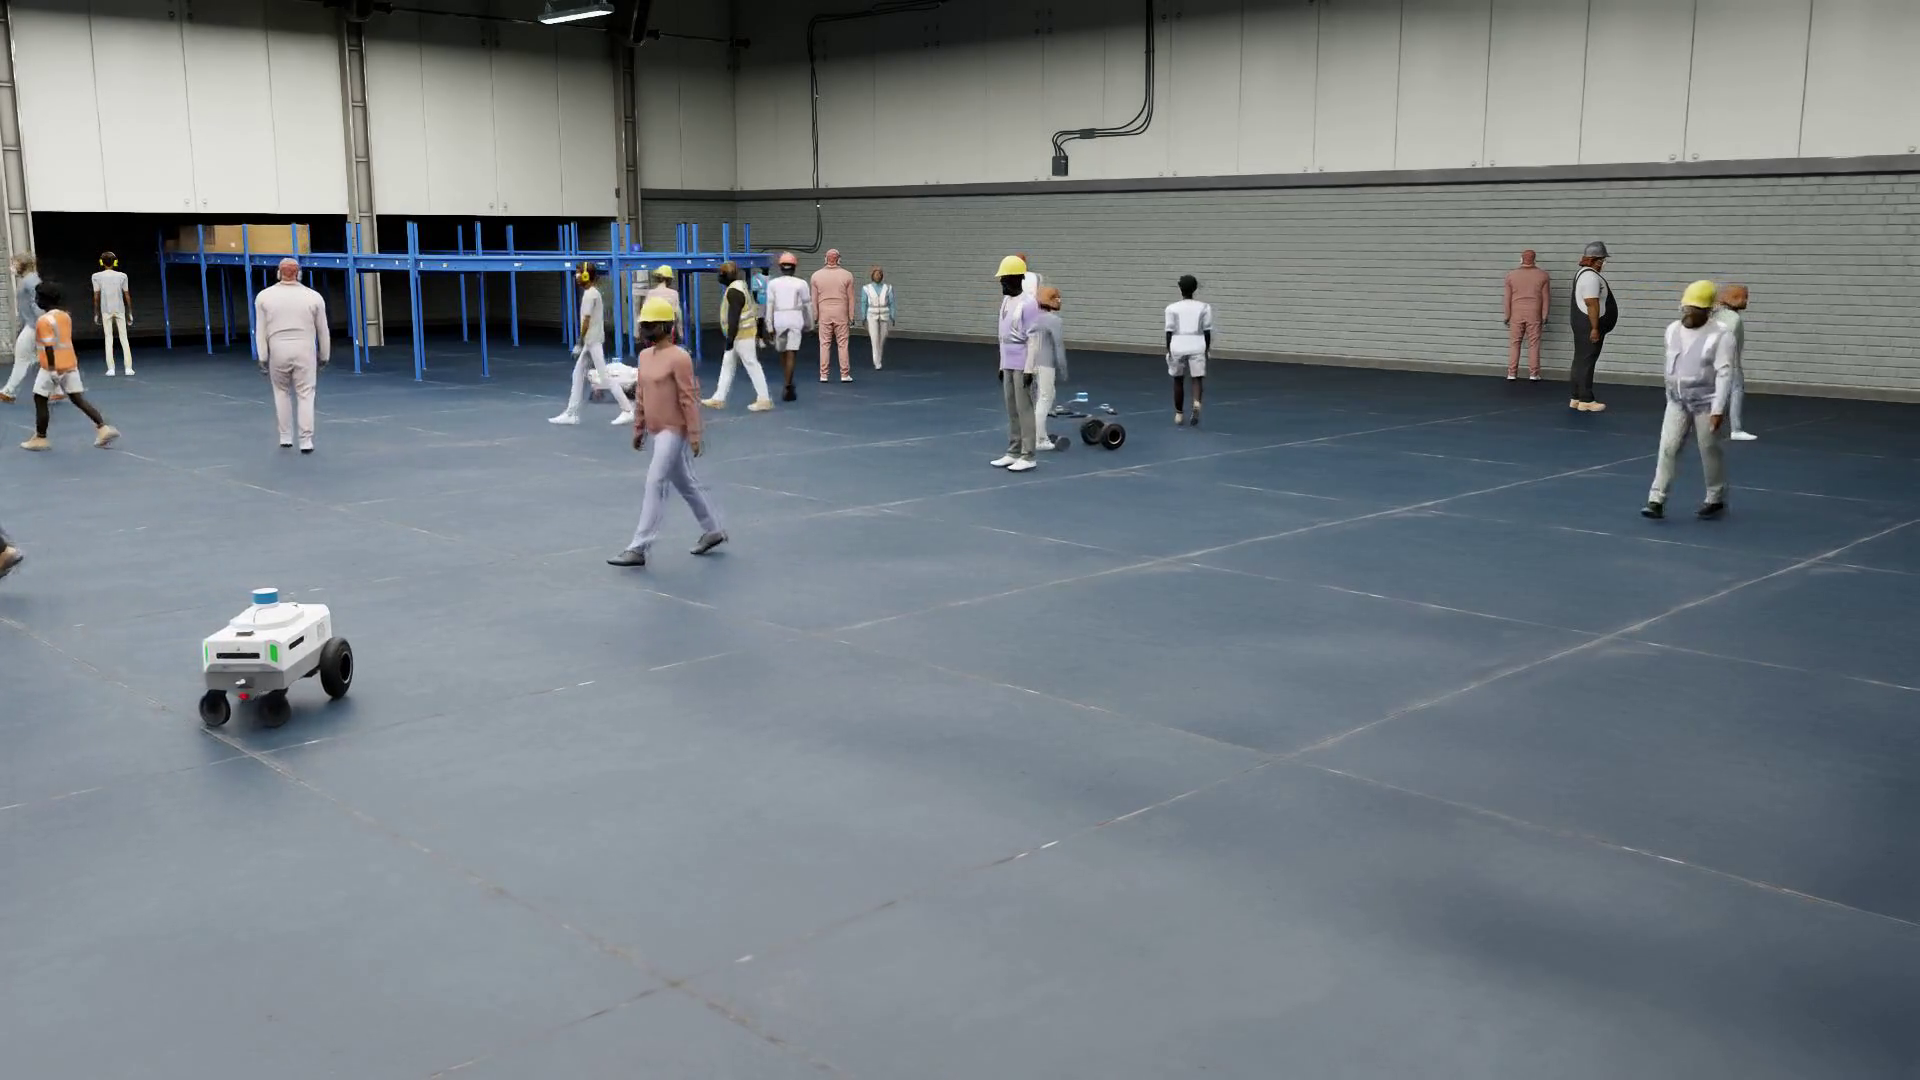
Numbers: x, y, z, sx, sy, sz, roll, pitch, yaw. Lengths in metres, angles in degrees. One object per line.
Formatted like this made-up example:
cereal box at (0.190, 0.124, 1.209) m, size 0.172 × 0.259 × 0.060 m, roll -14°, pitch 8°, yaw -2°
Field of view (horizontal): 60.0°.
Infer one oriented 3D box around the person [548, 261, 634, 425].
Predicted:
person at (-4.118, -2.204, 18.645) m, size 0.967 × 1.832 × 0.514 m, roll -3°, pitch 11°, yaw -14°

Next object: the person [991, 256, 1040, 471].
person at (0.496, -1.594, 15.029) m, size 0.382 × 1.924 × 0.594 m, roll -5°, pitch 11°, yaw -23°

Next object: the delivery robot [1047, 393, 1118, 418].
delivery robot at (1.226, -1.354, 16.617) m, size 0.698 × 0.223 × 0.335 m, roll -4°, pitch 11°, yaw -23°

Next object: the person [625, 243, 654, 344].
person at (-6.300, -4.846, 32.702) m, size 0.605 × 1.949 × 0.382 m, roll -8°, pitch 13°, yaw -38°

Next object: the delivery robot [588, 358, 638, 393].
delivery robot at (-4.405, -2.096, 21.370) m, size 0.707 × 0.478 × 0.477 m, roll -5°, pitch 12°, yaw -26°

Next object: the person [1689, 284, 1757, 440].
person at (7.968, -1.859, 17.344) m, size 0.673 × 1.609 × 0.503 m, roll 2°, pitch 11°, yaw 10°

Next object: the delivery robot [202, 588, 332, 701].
delivery robot at (-3.088, 0.460, 7.436) m, size 0.477 × 0.478 × 0.707 m, roll 0°, pitch 10°, yaw -1°

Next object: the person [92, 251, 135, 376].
person at (-12.816, -3.418, 25.164) m, size 0.535 × 1.859 × 0.309 m, roll -6°, pitch 12°, yaw -28°

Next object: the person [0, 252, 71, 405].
person at (-11.716, -2.636, 20.806) m, size 1.012 × 1.884 × 0.660 m, roll -7°, pitch 12°, yaw -32°

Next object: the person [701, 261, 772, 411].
person at (-2.719, -2.453, 20.065) m, size 0.912 × 1.792 × 0.635 m, roll -2°, pitch 11°, yaw -11°

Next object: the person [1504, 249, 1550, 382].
person at (8.245, -3.267, 24.215) m, size 0.642 × 1.907 × 0.410 m, roll 4°, pitch 11°, yaw 21°

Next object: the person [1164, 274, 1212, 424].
person at (2.528, -2.101, 18.445) m, size 0.536 × 1.678 × 0.703 m, roll 1°, pitch 10°, yaw 3°

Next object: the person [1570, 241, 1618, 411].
person at (7.726, -2.594, 20.290) m, size 0.538 × 2.000 × 0.682 m, roll 1°, pitch 10°, yaw 6°

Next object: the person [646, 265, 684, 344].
person at (-3.996, -2.802, 22.169) m, size 0.508 × 1.720 × 0.897 m, roll 7°, pitch 13°, yaw 34°

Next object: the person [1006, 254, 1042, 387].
person at (0.908, -3.049, 23.178) m, size 0.681 × 1.855 × 0.520 m, roll -6°, pitch 12°, yaw -30°

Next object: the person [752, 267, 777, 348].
person at (-3.647, -4.437, 31.188) m, size 0.537 × 1.684 × 0.471 m, roll -5°, pitch 11°, yaw -24°

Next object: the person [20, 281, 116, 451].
person at (-8.883, -1.728, 16.477) m, size 0.838 × 1.662 × 0.530 m, roll 0°, pitch 10°, yaw 2°

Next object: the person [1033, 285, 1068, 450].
person at (0.887, -1.706, 16.461) m, size 0.452 × 1.616 × 0.533 m, roll -6°, pitch 12°, yaw -30°

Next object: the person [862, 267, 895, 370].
person at (-1.307, -3.539, 26.493) m, size 0.521 × 1.609 × 0.775 m, roll -2°, pitch 11°, yaw -11°

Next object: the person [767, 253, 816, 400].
person at (-2.196, -2.779, 21.622) m, size 0.581 × 1.867 × 0.999 m, roll 1°, pitch 10°, yaw 7°

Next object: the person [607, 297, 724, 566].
person at (-1.908, -0.717, 10.807) m, size 0.929 × 1.720 × 0.537 m, roll -9°, pitch 14°, yaw -41°

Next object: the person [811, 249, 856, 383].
person at (-1.819, -3.229, 24.001) m, size 0.646 × 1.908 × 0.408 m, roll 0°, pitch 10°, yaw 2°

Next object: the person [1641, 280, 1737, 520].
person at (5.403, -1.018, 12.271) m, size 0.910 × 1.775 × 0.617 m, roll -7°, pitch 12°, yaw -33°

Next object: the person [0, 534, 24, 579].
person at (-5.863, -0.567, 9.671) m, size 0.417 × 1.836 × 0.533 m, roll -2°, pitch 11°, yaw -10°

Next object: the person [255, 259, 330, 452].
person at (-6.578, -1.827, 16.449) m, size 0.675 × 1.871 × 0.852 m, roll -4°, pitch 11°, yaw -19°
